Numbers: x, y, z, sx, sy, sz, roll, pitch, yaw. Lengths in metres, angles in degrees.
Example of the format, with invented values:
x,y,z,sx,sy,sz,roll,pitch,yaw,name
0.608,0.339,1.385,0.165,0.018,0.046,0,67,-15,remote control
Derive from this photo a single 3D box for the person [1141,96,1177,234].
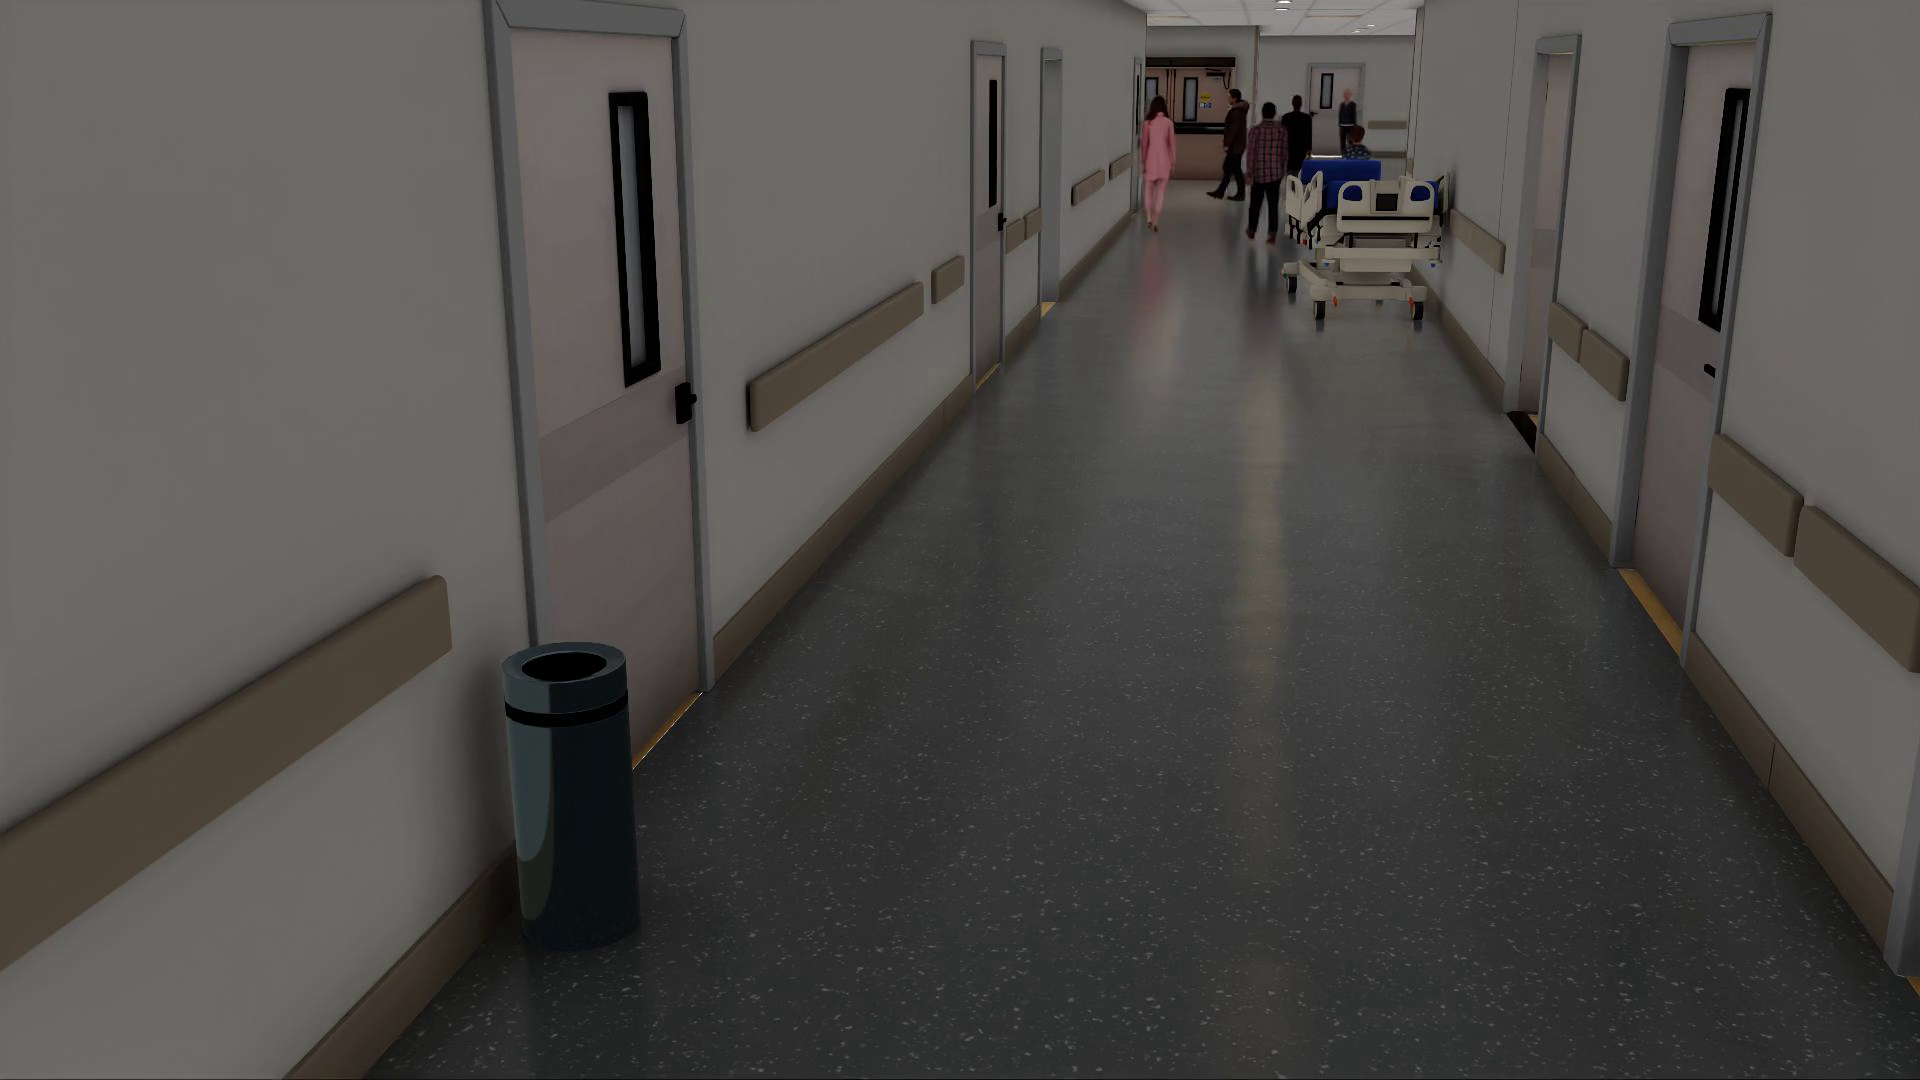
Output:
x,y,z,sx,sy,sz,roll,pitch,yaw,name
2.657,-5.031,22.352,0.579,1.785,0.674,2,16,8,person

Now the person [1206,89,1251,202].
x,y,z,sx,sy,sz,roll,pitch,yaw,name
4.678,-6.594,27.822,0.887,1.826,0.760,3,16,11,person

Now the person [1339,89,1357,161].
x,y,z,sx,sy,sz,roll,pitch,yaw,name
9.249,-9.873,39.662,0.654,1.713,0.766,11,19,35,person

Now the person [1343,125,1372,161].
x,y,z,sx,sy,sz,roll,pitch,yaw,name
5.225,-4.714,21.937,0.934,1.400,0.682,5,17,18,person

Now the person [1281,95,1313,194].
x,y,z,sx,sy,sz,roll,pitch,yaw,name
5.270,-6.103,26.249,1.074,1.734,0.811,5,16,17,person

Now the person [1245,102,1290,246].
x,y,z,sx,sy,sz,roll,pitch,yaw,name
3.815,-4.503,20.586,1.121,1.728,0.935,-1,16,-2,person
